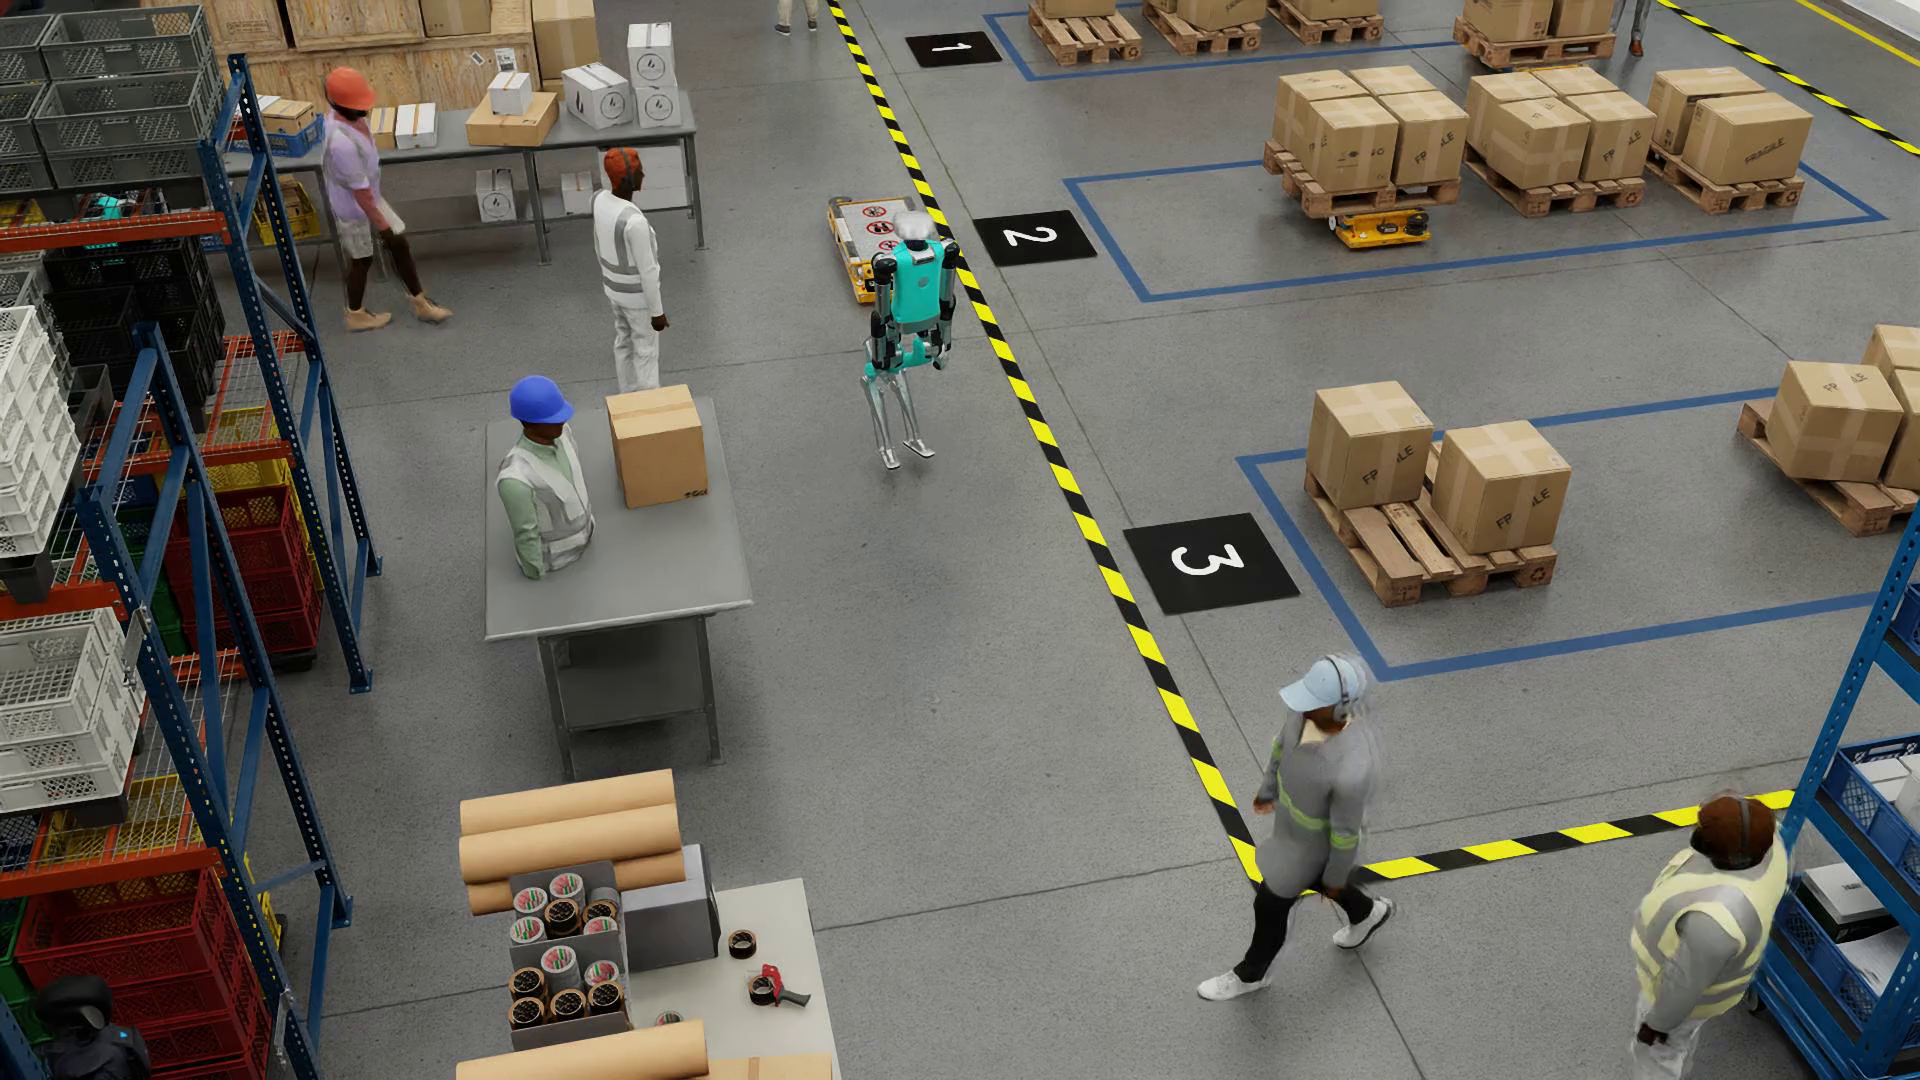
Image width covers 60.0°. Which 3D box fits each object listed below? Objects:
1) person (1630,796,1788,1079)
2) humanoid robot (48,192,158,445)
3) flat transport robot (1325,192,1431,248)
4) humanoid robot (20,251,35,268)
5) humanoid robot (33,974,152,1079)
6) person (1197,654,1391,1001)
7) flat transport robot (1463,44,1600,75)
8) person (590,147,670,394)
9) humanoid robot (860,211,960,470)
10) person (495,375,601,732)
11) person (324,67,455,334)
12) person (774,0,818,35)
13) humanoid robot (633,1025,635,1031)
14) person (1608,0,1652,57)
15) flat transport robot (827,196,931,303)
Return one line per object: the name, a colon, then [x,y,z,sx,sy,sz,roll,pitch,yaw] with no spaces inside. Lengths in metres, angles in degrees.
person: [2.697,1.566,6.161,0.432,1.824,0.746,26,44,30]
humanoid robot: [-5.083,-1.314,10.005,0.535,1.693,0.738,-5,37,-6]
flat transport robot: [3.134,-2.740,13.213,0.652,0.197,1.431,-8,37,-10]
humanoid robot: [-5.195,-0.760,9.383,0.746,1.820,0.544,-7,37,-9]
humanoid robot: [-2.765,2.048,5.617,0.372,1.647,0.608,-18,40,-23]
person: [1.442,1.149,6.701,0.817,1.827,0.586,-4,37,-6]
flat transport robot: [5.342,-4.486,15.559,0.652,0.197,1.431,-8,37,-10]
person: [-2.004,-1.514,10.235,0.337,1.882,0.583,-26,44,-30]
humanoid robot: [-0.369,-1.246,9.886,0.533,1.677,0.735,-18,40,-22]
person: [-1.948,0.053,8.076,0.386,1.949,0.603,7,37,9]
person: [-3.927,-2.259,11.163,0.817,1.977,0.693,0,37,-1]
person: [-1.620,-5.779,16.063,0.563,1.769,0.398,-14,39,-18]
humanoid robot: [-1.178,2.026,5.650,0.598,1.640,0.397,10,38,13]
person: [6.429,-5.481,15.573,0.584,1.879,0.381,7,37,9]
flat transport robot: [-0.570,-2.220,12.538,0.659,0.231,1.431,-8,37,-10]
